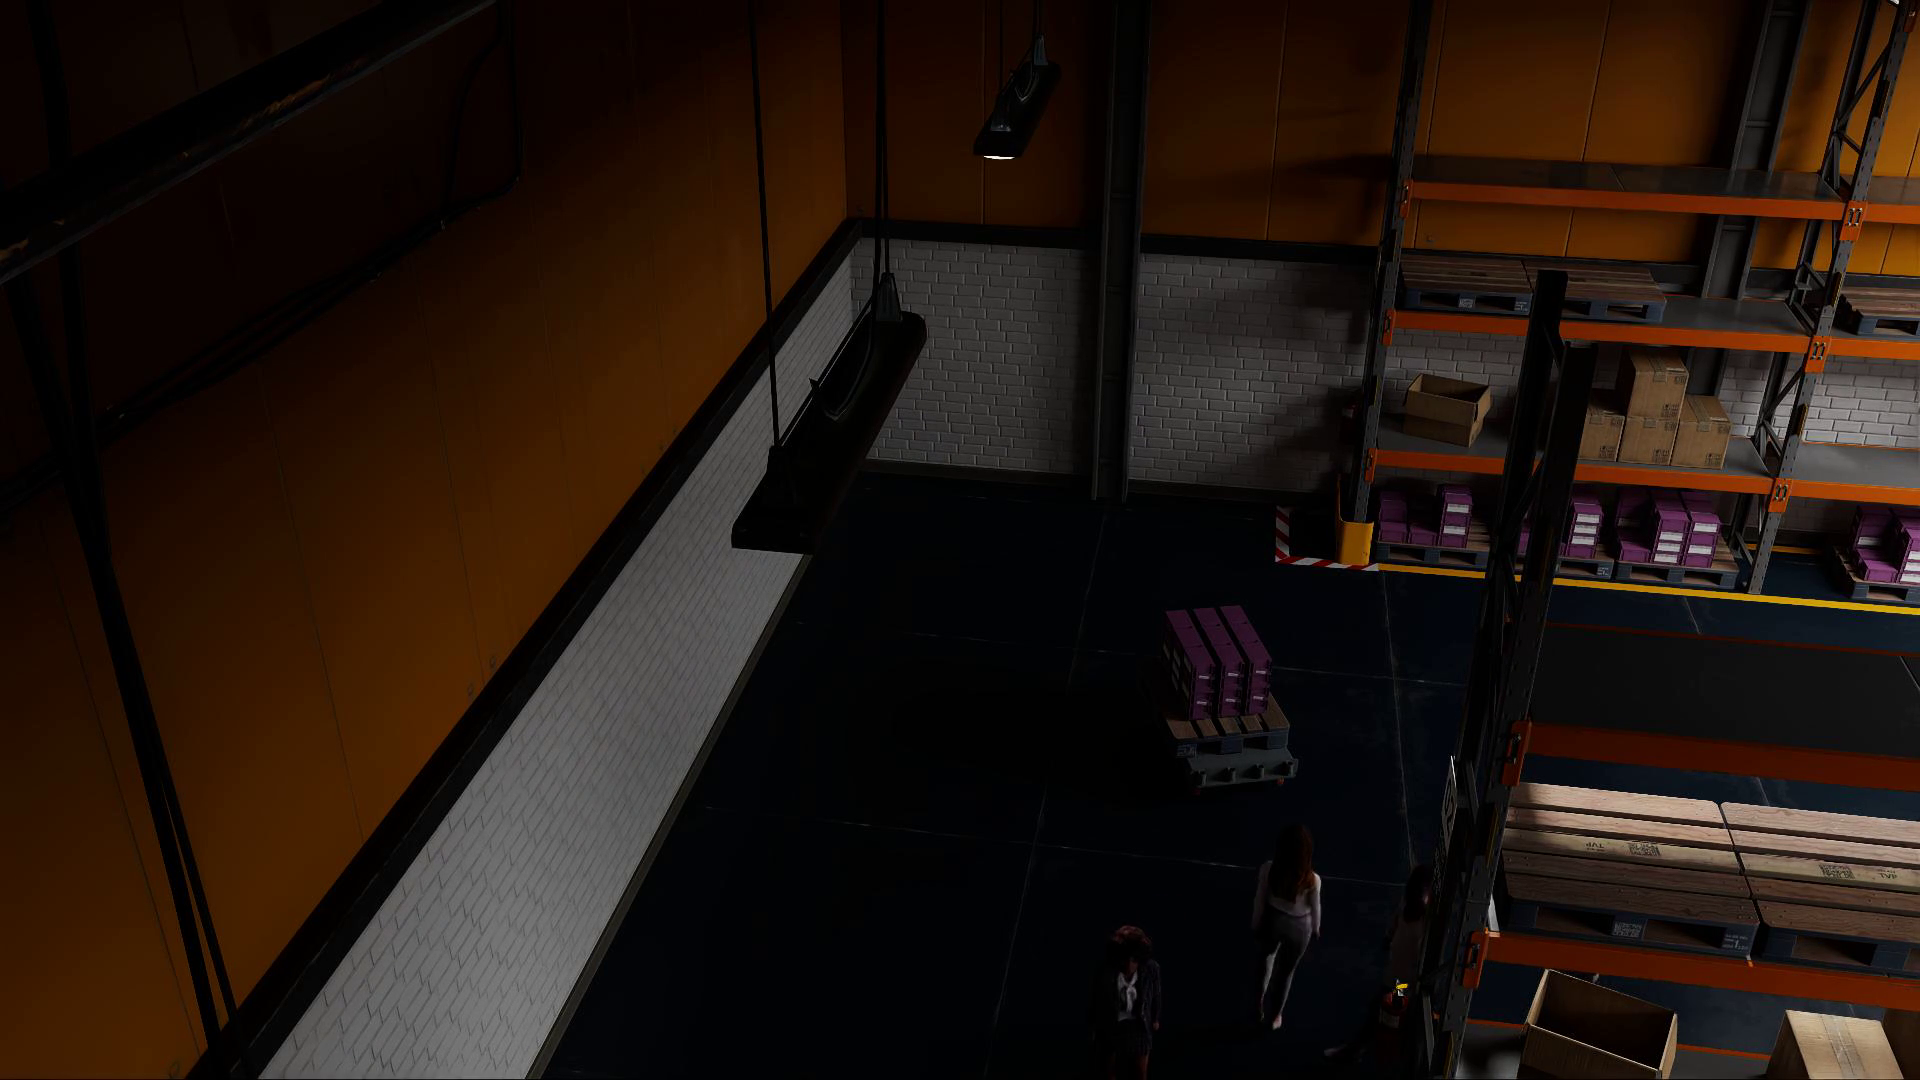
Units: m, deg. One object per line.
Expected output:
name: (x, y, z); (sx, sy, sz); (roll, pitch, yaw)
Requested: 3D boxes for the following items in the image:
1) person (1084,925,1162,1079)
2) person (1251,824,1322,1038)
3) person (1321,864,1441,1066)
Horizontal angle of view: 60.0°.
person: (1.046, 3.066, 10.644); (0.819, 1.668, 0.766); (3, 29, 5)
person: (2.173, 2.706, 11.213); (0.626, 1.755, 0.726); (13, 31, 23)
person: (3.043, 2.841, 10.938); (1.181, 1.781, 0.771); (3, 29, 6)
